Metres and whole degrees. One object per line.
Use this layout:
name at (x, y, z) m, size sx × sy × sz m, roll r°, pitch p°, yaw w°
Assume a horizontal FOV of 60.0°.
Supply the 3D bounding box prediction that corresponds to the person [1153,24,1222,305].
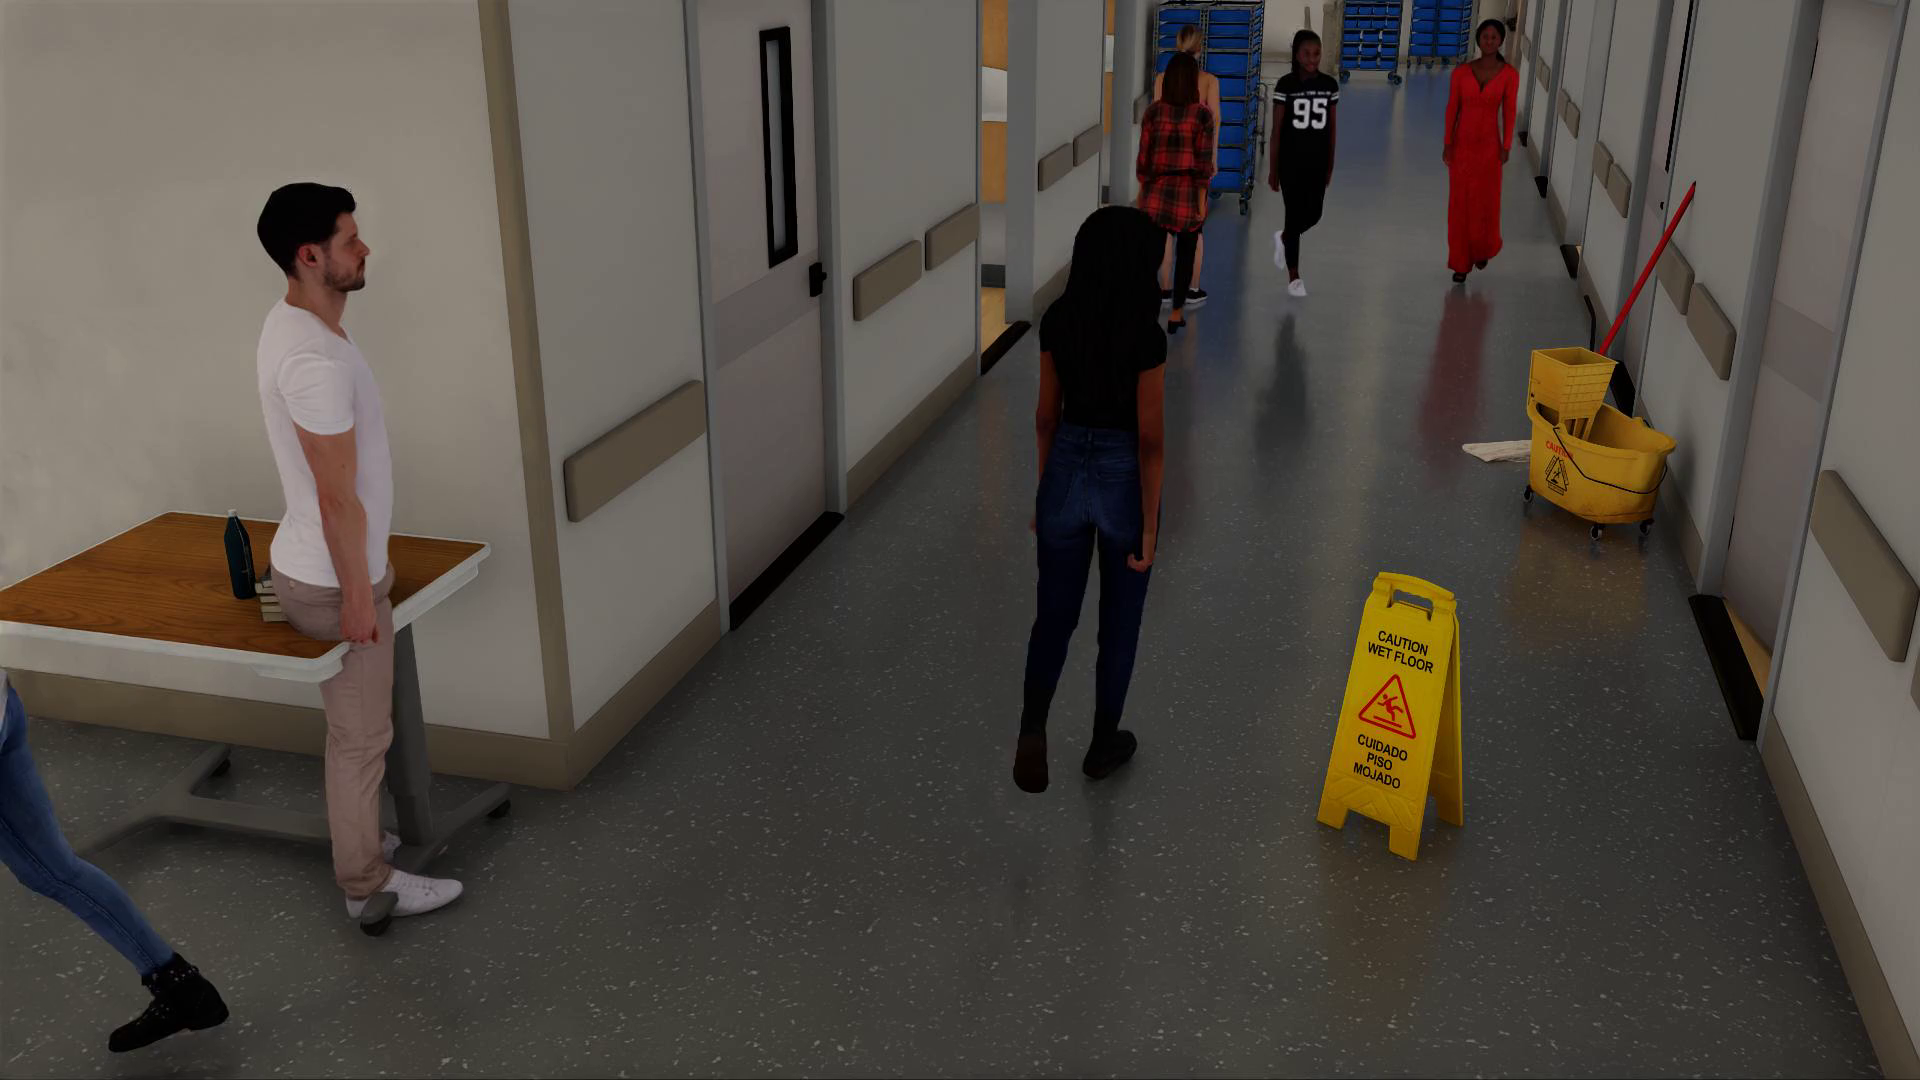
person at (1.470, -2.458, 10.924) m, size 0.605 × 1.786 × 0.516 m, roll 6°, pitch 22°, yaw 15°

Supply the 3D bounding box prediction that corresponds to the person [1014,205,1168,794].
person at (0.349, -0.049, 4.654) m, size 0.661 × 1.722 × 0.976 m, roll 10°, pitch 23°, yaw 24°

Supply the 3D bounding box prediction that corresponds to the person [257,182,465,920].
person at (-1.553, 0.060, 4.139) m, size 0.826 × 1.883 × 0.732 m, roll -9°, pitch 22°, yaw -22°

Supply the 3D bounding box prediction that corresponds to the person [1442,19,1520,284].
person at (3.590, -2.681, 11.530) m, size 0.665 × 1.775 × 0.757 m, roll 9°, pitch 22°, yaw 22°

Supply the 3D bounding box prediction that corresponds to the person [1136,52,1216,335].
person at (1.227, -1.975, 9.804) m, size 0.709 × 1.676 × 1.076 m, roll 7°, pitch 22°, yaw 18°

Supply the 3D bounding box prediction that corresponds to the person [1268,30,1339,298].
person at (2.270, -2.525, 11.203) m, size 0.870 × 1.714 × 1.072 m, roll -3°, pitch 21°, yaw -9°
